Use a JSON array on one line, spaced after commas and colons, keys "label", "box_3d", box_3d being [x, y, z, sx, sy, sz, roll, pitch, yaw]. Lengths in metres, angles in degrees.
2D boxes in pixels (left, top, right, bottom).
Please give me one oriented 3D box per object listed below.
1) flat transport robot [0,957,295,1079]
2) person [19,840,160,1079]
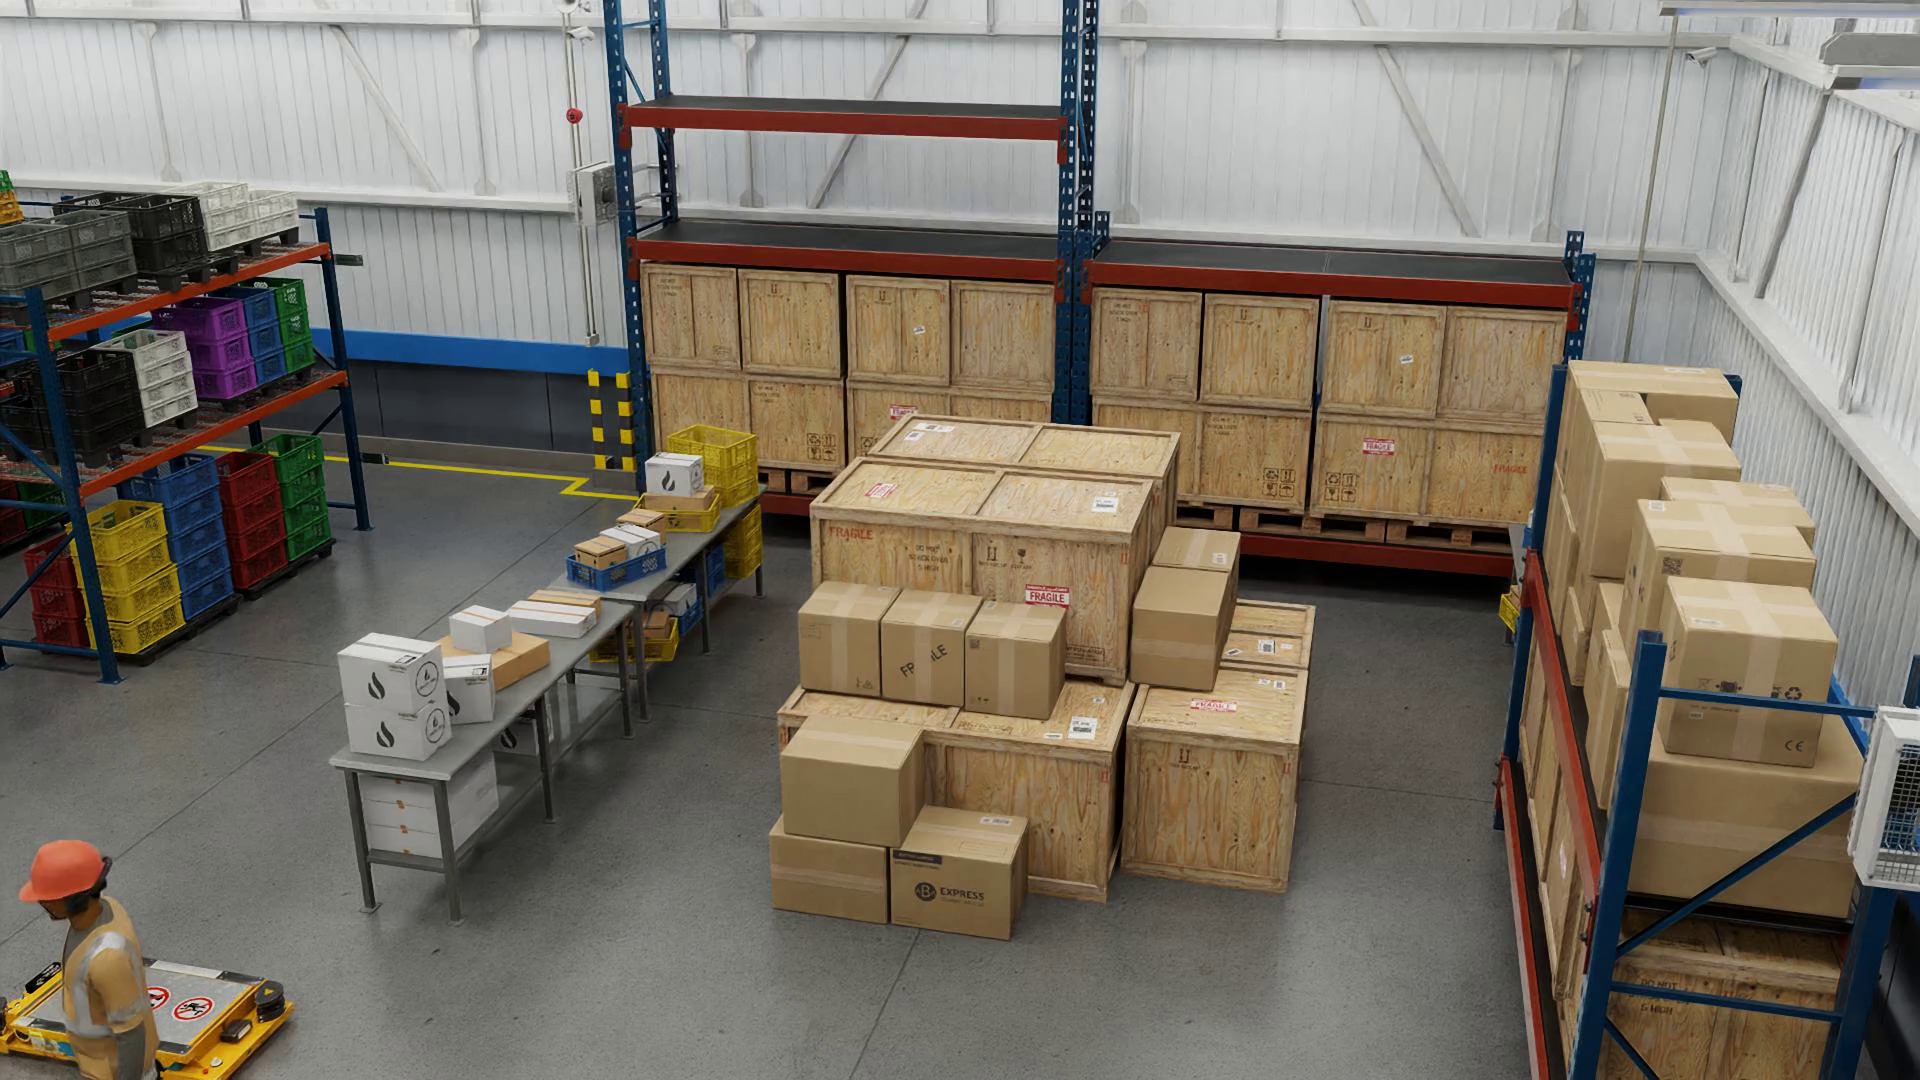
[{"label": "flat transport robot", "box_3d": [-4.270, 2.464, 8.601, 1.431, 0.231, 0.659, 5, 22, 13]}, {"label": "person", "box_3d": [-3.550, 2.149, 6.945, 0.372, 2.039, 0.613, -14, 25, -32]}]
